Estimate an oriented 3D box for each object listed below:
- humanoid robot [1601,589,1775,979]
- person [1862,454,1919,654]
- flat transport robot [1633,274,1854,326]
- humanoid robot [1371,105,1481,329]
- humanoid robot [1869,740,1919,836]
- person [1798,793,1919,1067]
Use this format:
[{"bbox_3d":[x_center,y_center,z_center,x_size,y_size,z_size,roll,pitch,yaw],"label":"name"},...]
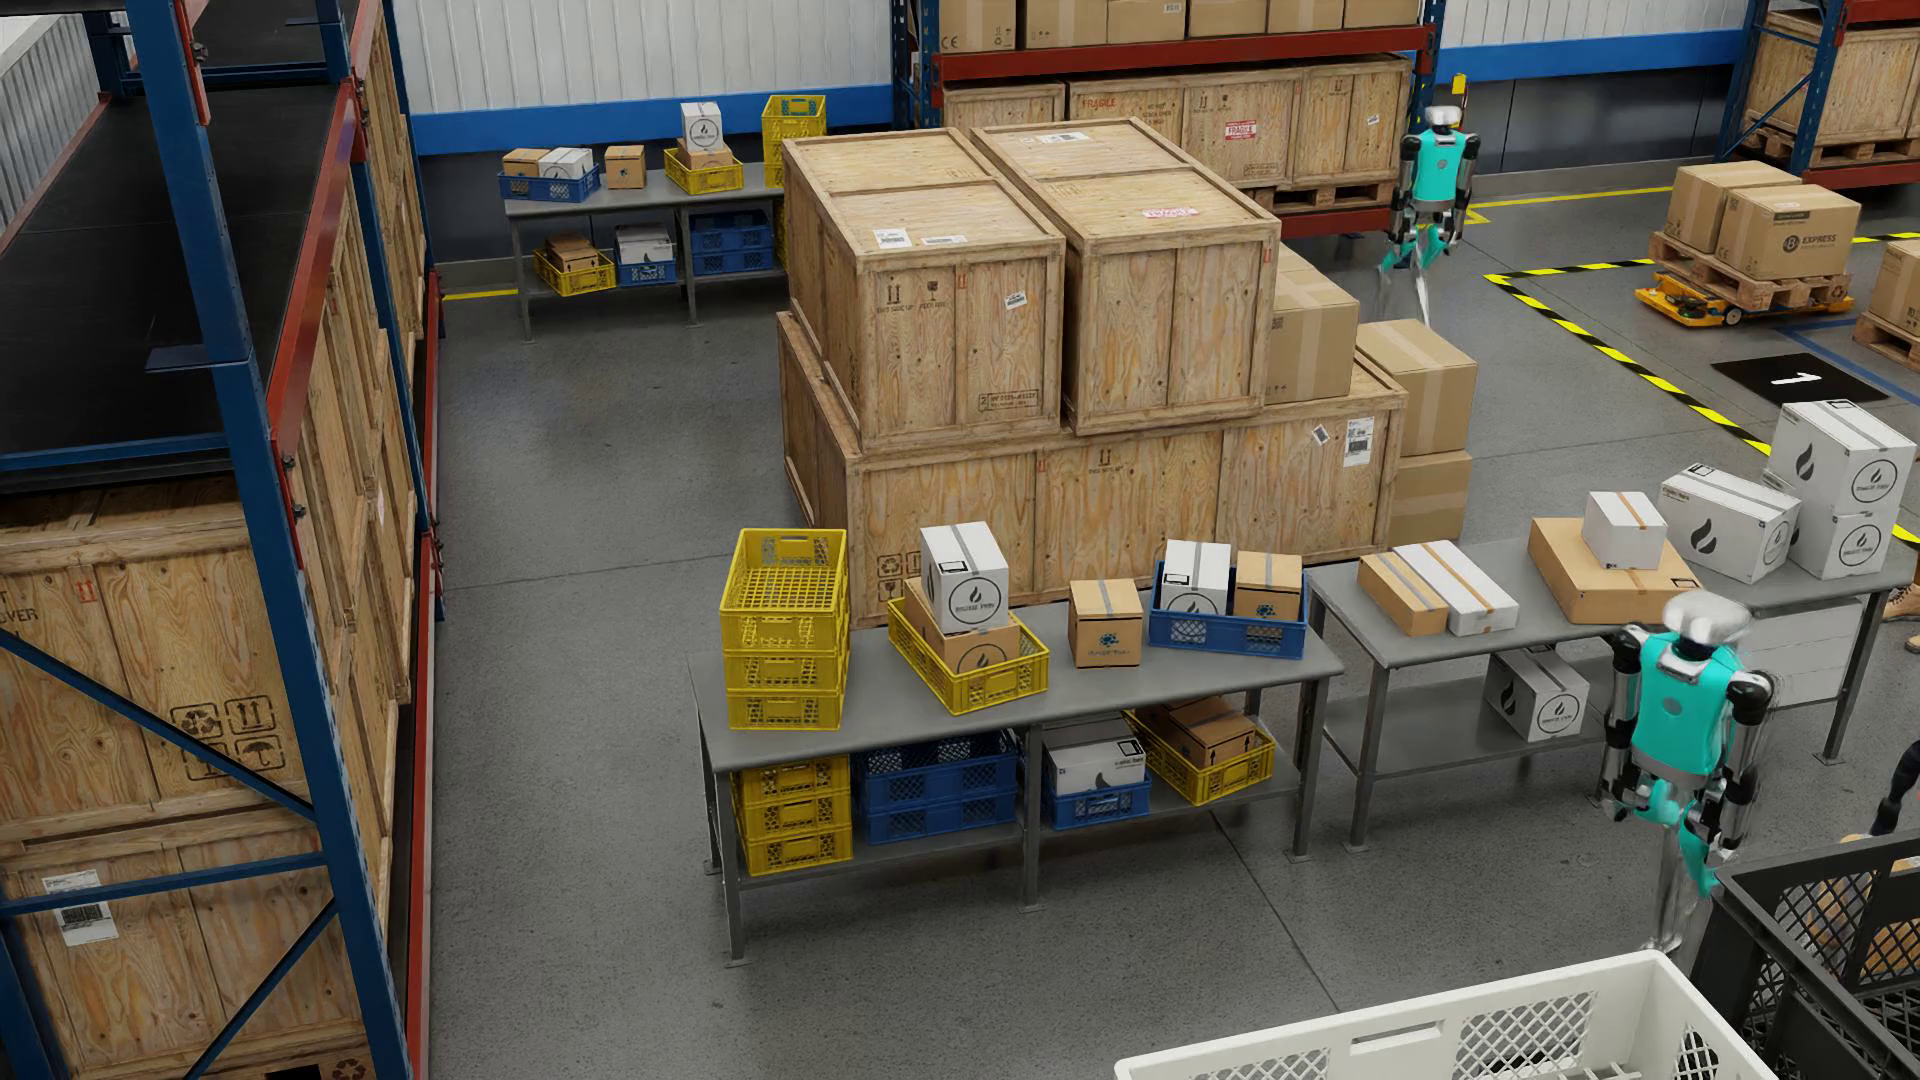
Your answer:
[{"bbox_3d":[2.639,0.930,6.009,0.833,1.863,0.536,-24,37,-36],"label":"humanoid robot"},{"bbox_3d":[4.890,-0.406,8.013,0.362,2.048,0.609,-5,29,-10],"label":"person"},{"bbox_3d":[5.882,-1.863,12.470,1.431,0.197,0.652,-7,30,-13],"label":"flat transport robot"},{"bbox_3d":[3.190,-2.200,11.614,0.531,1.799,0.789,-1,29,-2],"label":"humanoid robot"},{"bbox_3d":[3.324,1.154,5.584,0.593,1.638,0.681,19,34,31],"label":"humanoid robot"},{"bbox_3d":[2.691,1.414,4.822,0.355,1.937,0.548,-25,38,-38],"label":"person"}]
